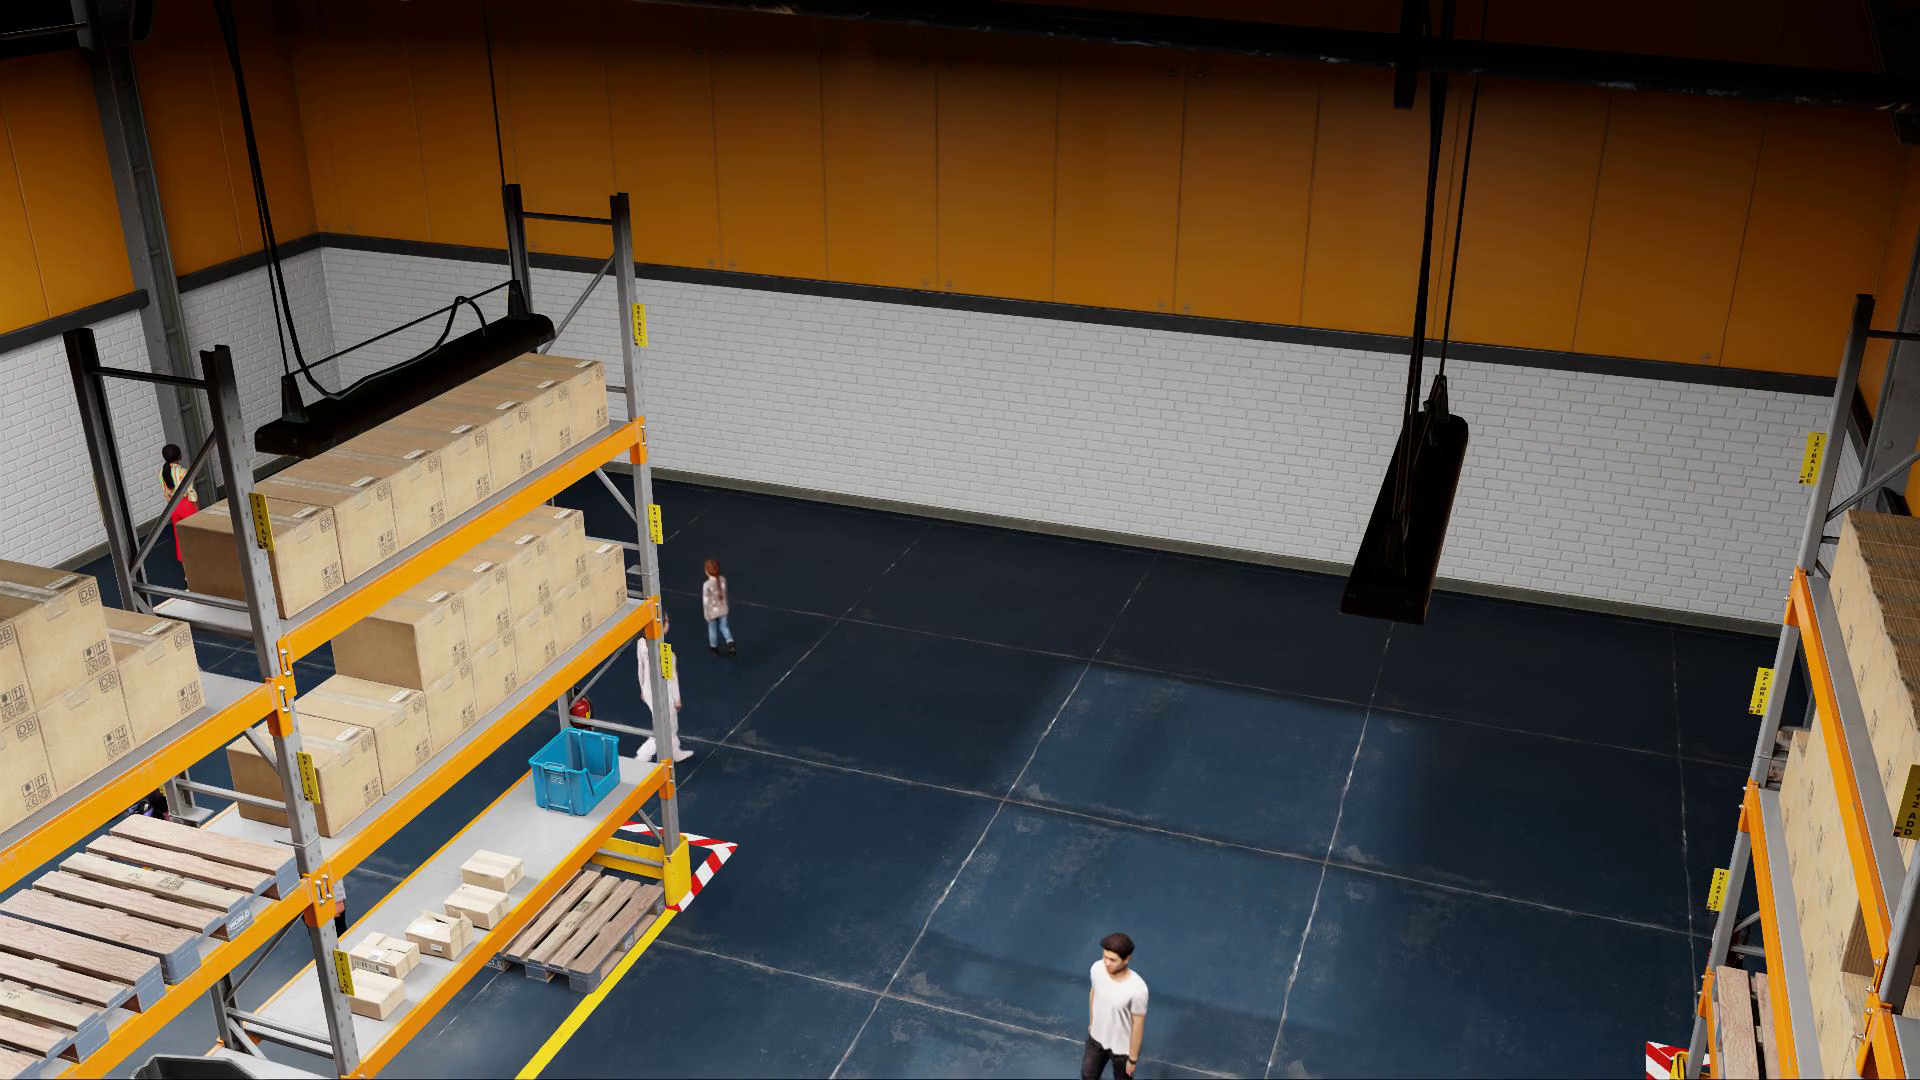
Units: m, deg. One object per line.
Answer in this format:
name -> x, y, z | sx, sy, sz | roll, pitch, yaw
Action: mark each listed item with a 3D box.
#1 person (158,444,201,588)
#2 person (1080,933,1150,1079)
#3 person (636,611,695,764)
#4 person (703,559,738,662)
person -> -9.173, -0.294, 19.680 | 0.616, 1.793, 0.557 | 6, 24, 13
person -> 1.113, 3.365, 11.411 | 0.779, 1.710, 0.816 | 20, 30, 38
person -> -2.895, 1.496, 15.742 | 1.129, 1.667, 0.927 | -21, 31, -39
person -> -2.604, 0.766, 18.014 | 0.772, 1.185, 0.767 | -18, 29, -35
